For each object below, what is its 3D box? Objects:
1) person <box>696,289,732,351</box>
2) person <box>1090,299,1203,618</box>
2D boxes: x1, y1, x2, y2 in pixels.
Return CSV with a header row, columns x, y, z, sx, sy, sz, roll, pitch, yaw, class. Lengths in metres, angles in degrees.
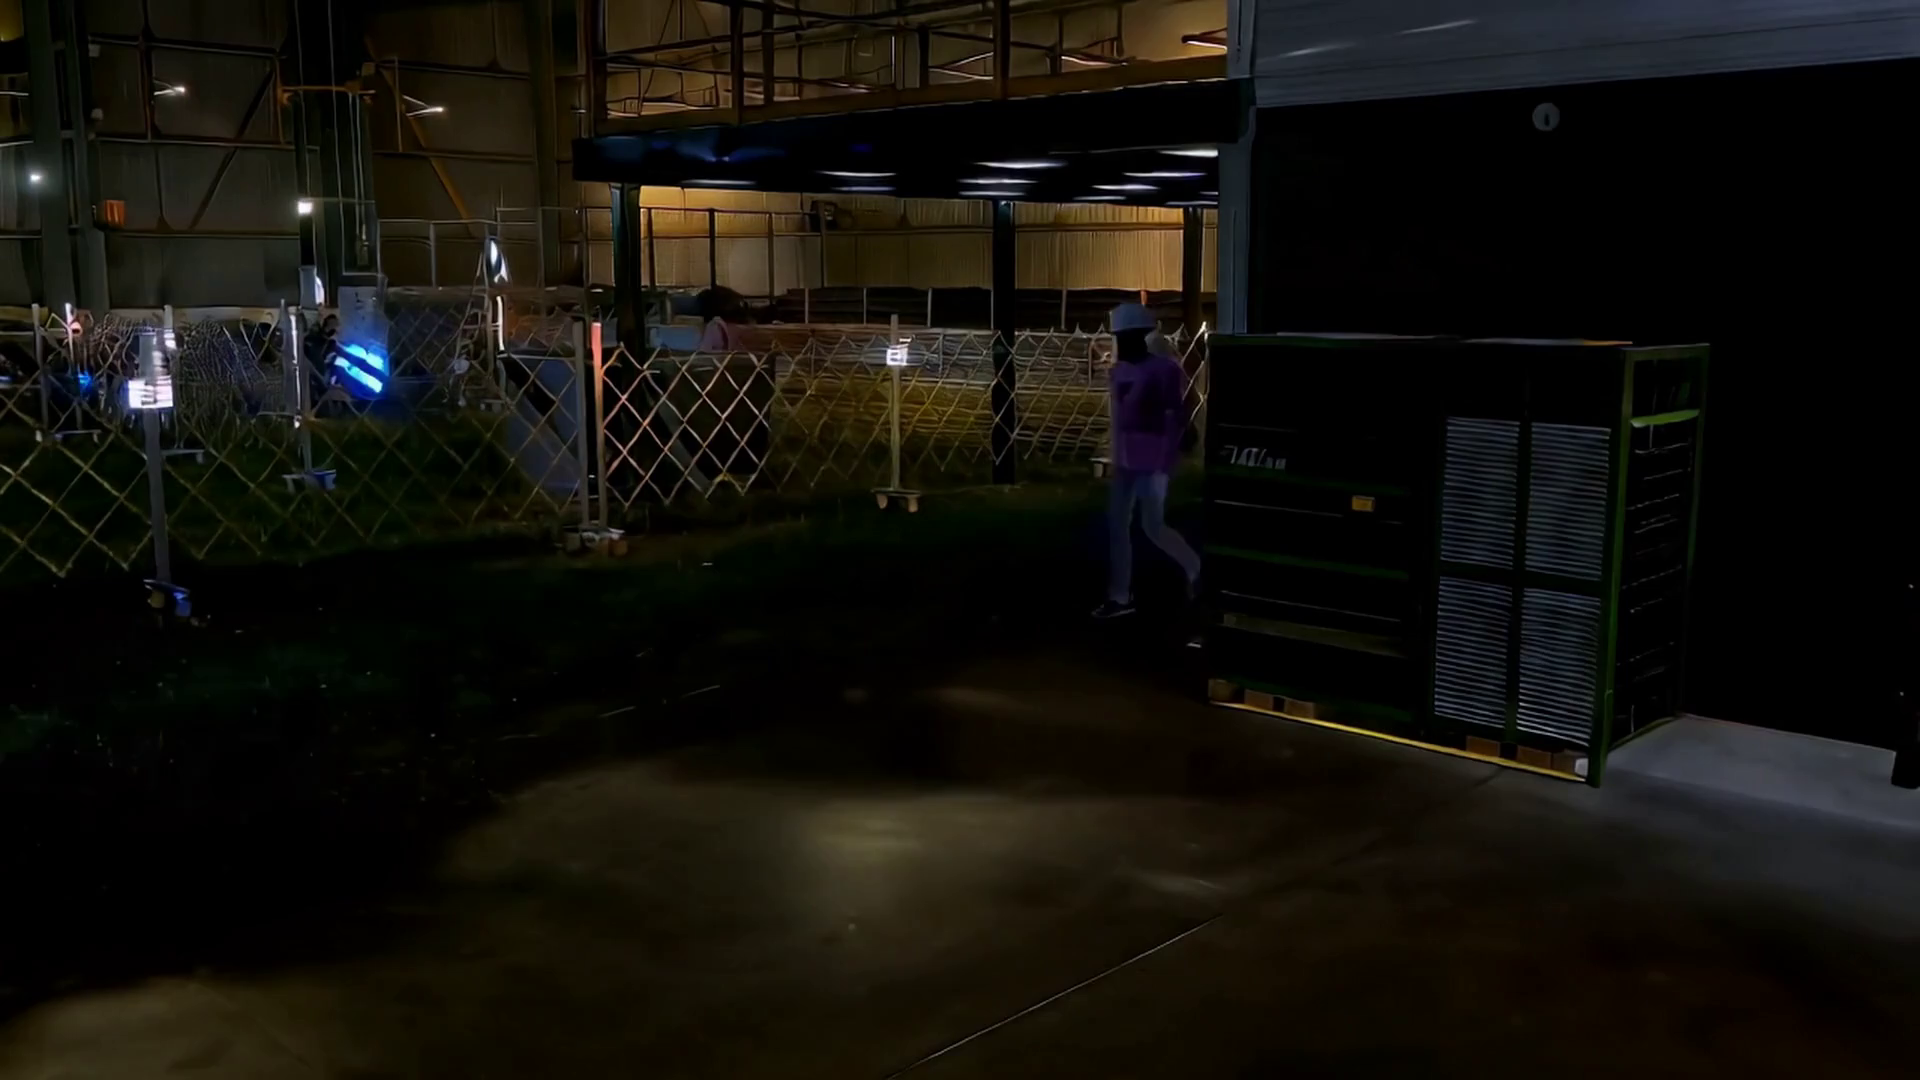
x,y,z,sx,sy,sz,roll,pitch,yaw,class
-2.538,-1.597,16.852,0.619,1.866,0.598,0,9,-1,person
1.136,-0.491,9.953,0.734,1.900,0.592,-7,12,-38,person
